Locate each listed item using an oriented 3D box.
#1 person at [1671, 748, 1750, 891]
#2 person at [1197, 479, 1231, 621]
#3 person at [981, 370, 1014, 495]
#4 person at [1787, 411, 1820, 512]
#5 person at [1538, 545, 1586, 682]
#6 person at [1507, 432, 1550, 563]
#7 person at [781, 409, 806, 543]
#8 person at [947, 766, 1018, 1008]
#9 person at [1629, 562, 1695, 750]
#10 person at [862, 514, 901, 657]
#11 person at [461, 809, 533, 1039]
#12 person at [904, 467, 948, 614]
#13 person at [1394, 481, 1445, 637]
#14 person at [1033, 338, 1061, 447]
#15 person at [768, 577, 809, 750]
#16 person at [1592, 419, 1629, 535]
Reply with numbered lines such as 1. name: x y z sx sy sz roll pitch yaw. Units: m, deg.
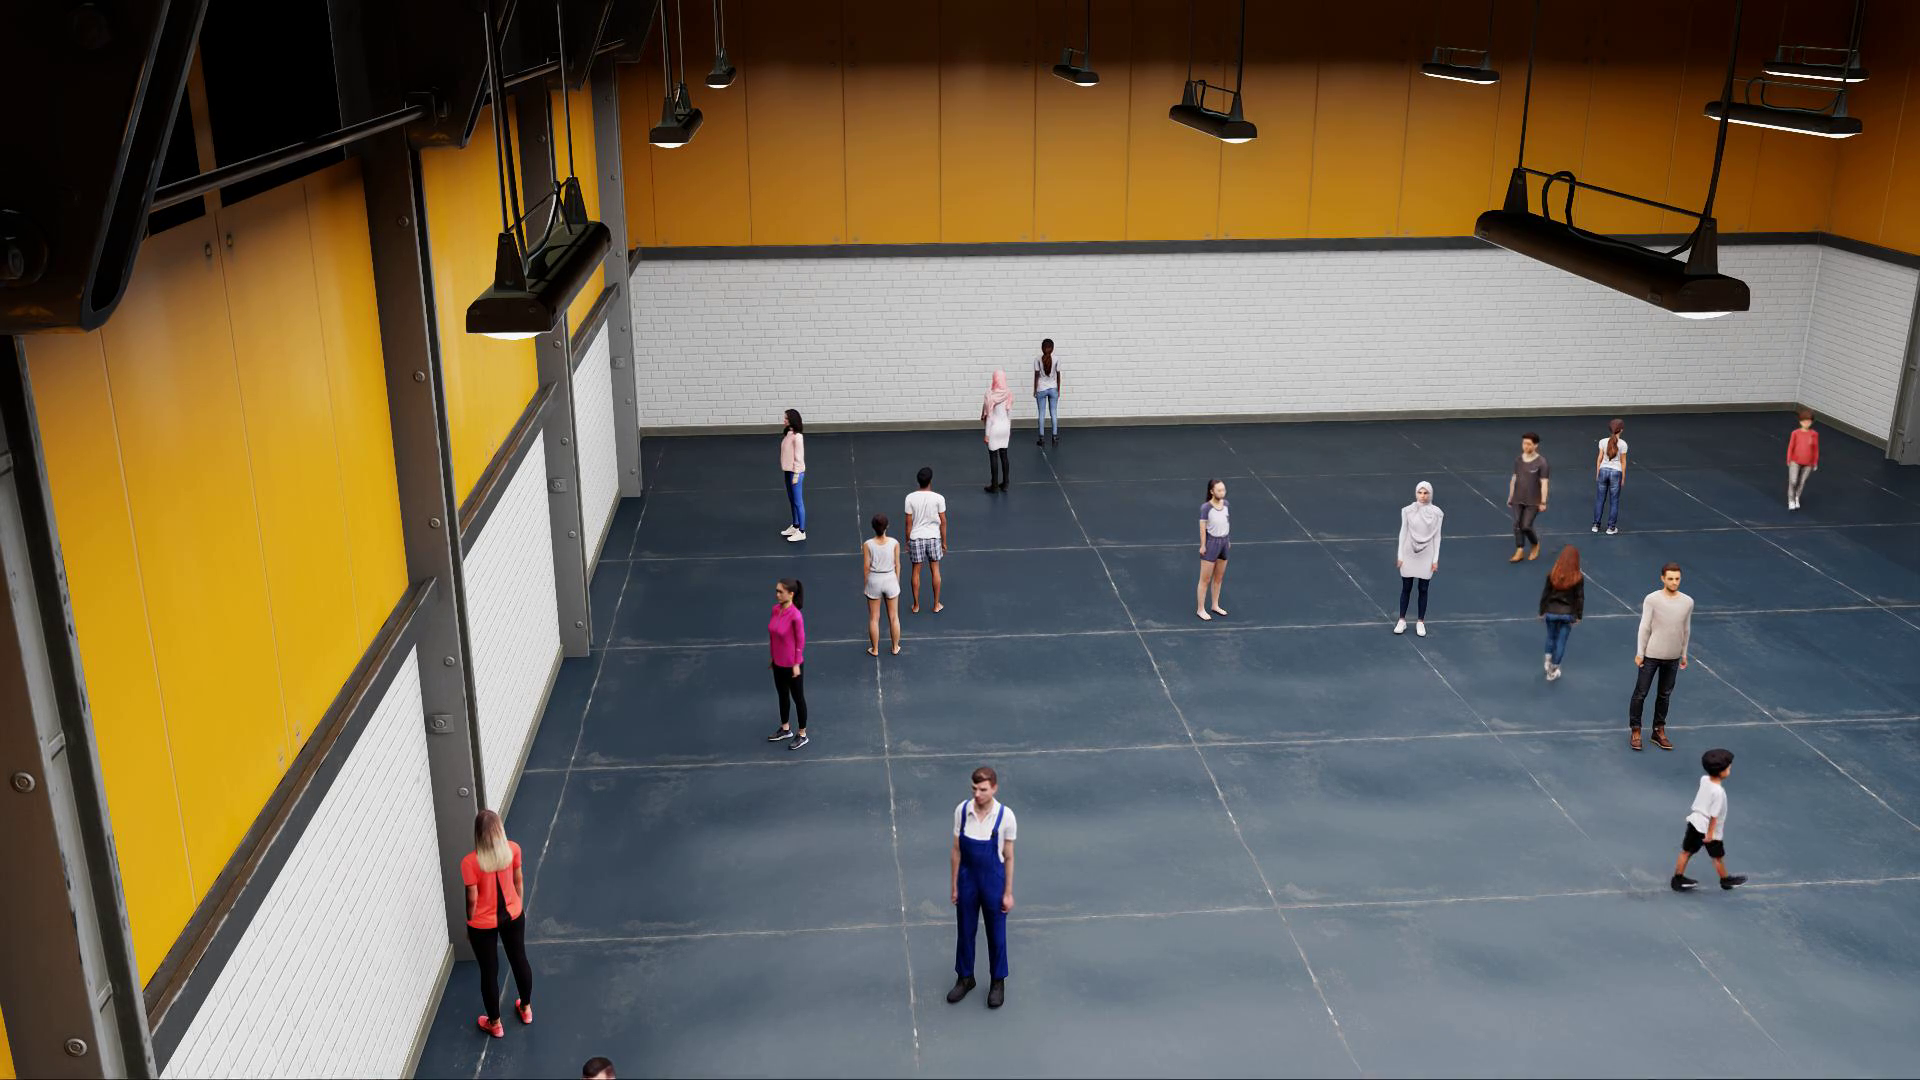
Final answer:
1. person: 5.954 2.280 13.407 0.552 1.233 0.733 -2 19 -5
2. person: 2.934 0.088 19.261 0.673 1.650 0.685 -13 23 -34
3. person: 0.551 -1.564 23.926 0.735 1.804 0.761 -13 22 -33
4. person: 11.750 -1.112 23.229 0.731 1.393 0.933 5 19 15
5. person: 6.300 0.786 17.476 0.751 1.468 0.816 10 21 28
6. person: 7.237 -0.551 21.073 0.815 1.707 0.740 -12 22 -32
7. person: -2.182 -0.873 21.930 0.762 1.770 0.592 -8 20 -21
8. person: 0.172 2.452 11.931 0.711 1.849 0.710 6 20 18
9. person: 6.713 1.094 15.935 0.661 1.868 0.584 0 19 0
10. person: -0.857 0.483 18.157 0.582 1.608 0.532 -3 19 -10
11. person: -3.227 2.648 11.591 0.677 1.694 0.707 -15 24 -38
12. person: -0.412 0.001 19.394 0.669 1.731 0.565 1 19 2
13. person: 5.163 0.196 18.745 0.676 1.776 0.649 5 19 16
14. person: 1.379 -2.354 26.408 0.584 1.719 0.501 -2 19 -6
15. person: -1.646 1.163 15.994 0.686 1.699 0.750 16 24 40
16. person: 8.701 -0.869 22.242 0.624 1.563 0.681 14 23 36
